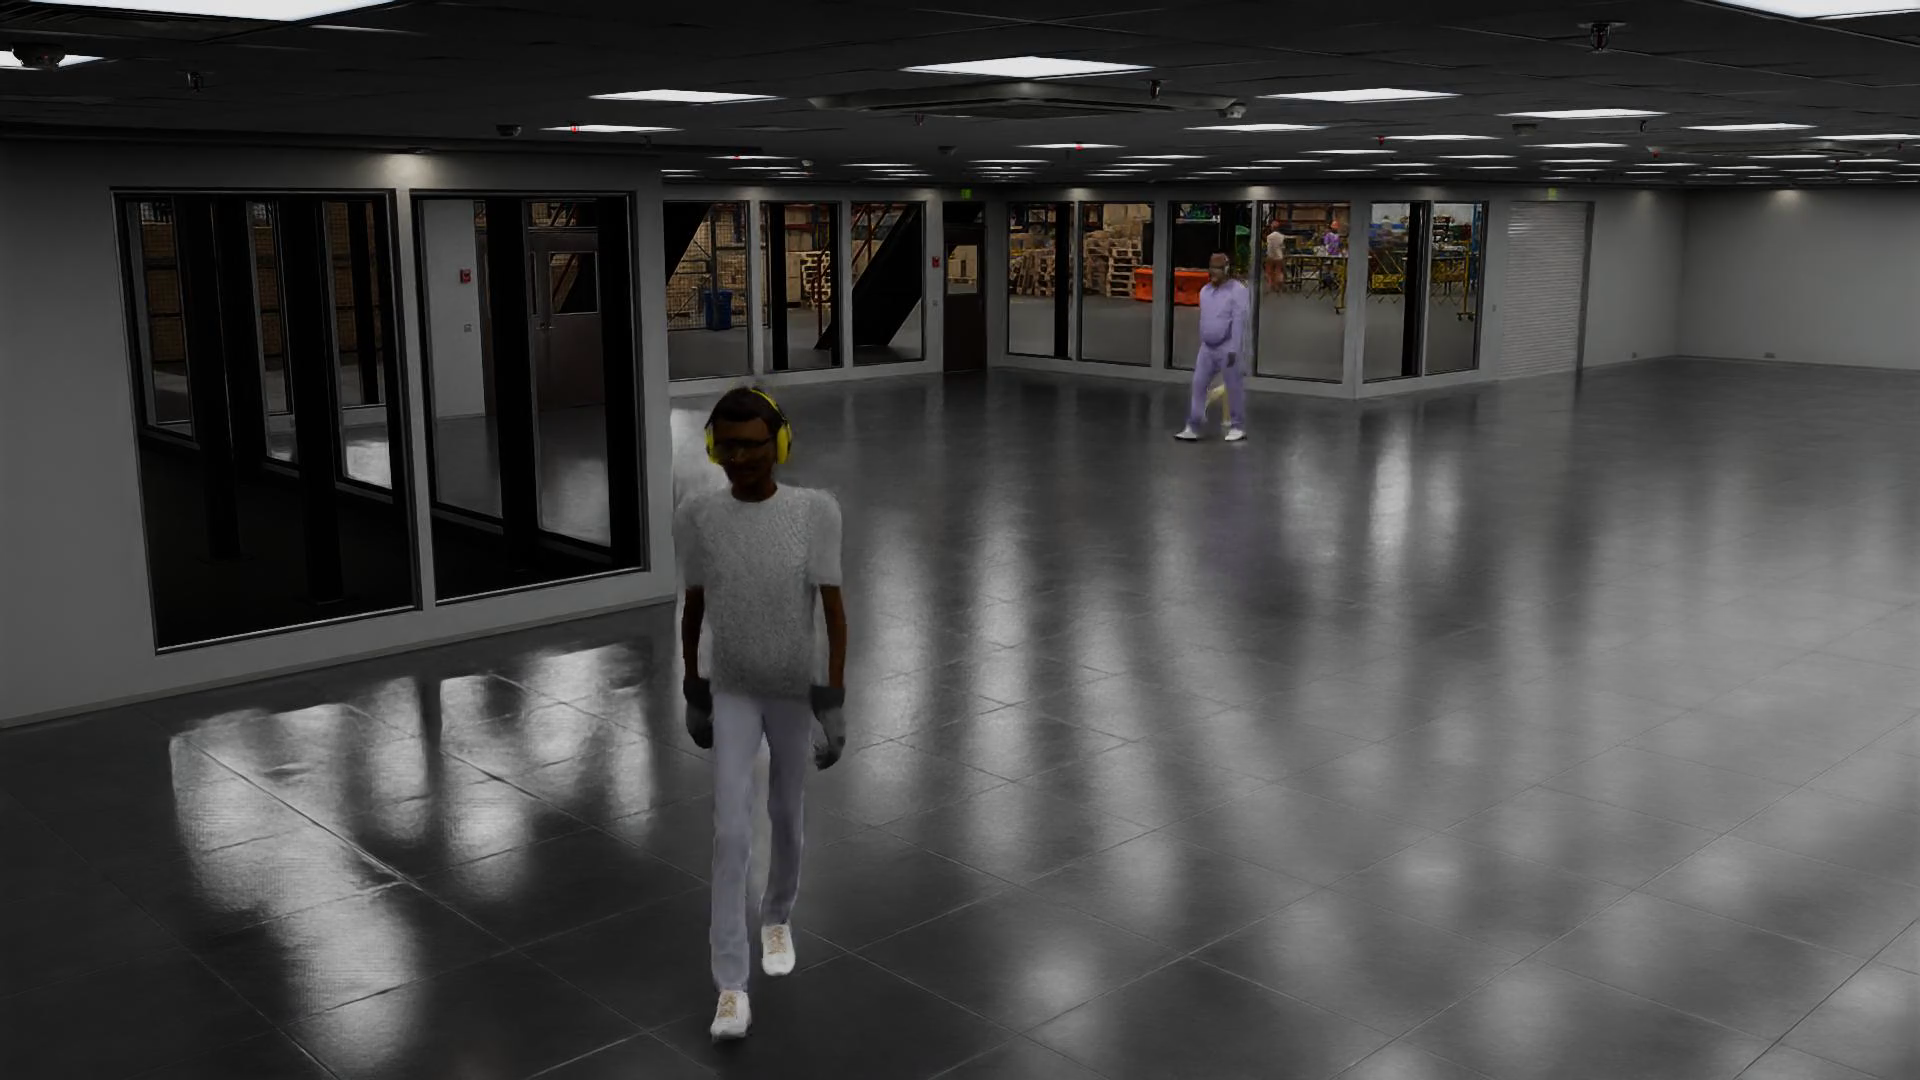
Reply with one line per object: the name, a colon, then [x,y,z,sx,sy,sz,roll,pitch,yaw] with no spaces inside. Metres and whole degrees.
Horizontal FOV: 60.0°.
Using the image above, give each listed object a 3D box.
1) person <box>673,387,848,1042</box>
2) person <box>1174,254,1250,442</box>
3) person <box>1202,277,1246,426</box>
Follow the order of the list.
person: [-0.571,0.483,4.772,0.494,1.826,0.915,-1,11,-5]
person: [2.524,-1.887,16.517,0.925,1.871,0.663,-10,15,-42]
person: [2.795,-1.987,17.668,0.501,1.615,0.518,0,11,0]
